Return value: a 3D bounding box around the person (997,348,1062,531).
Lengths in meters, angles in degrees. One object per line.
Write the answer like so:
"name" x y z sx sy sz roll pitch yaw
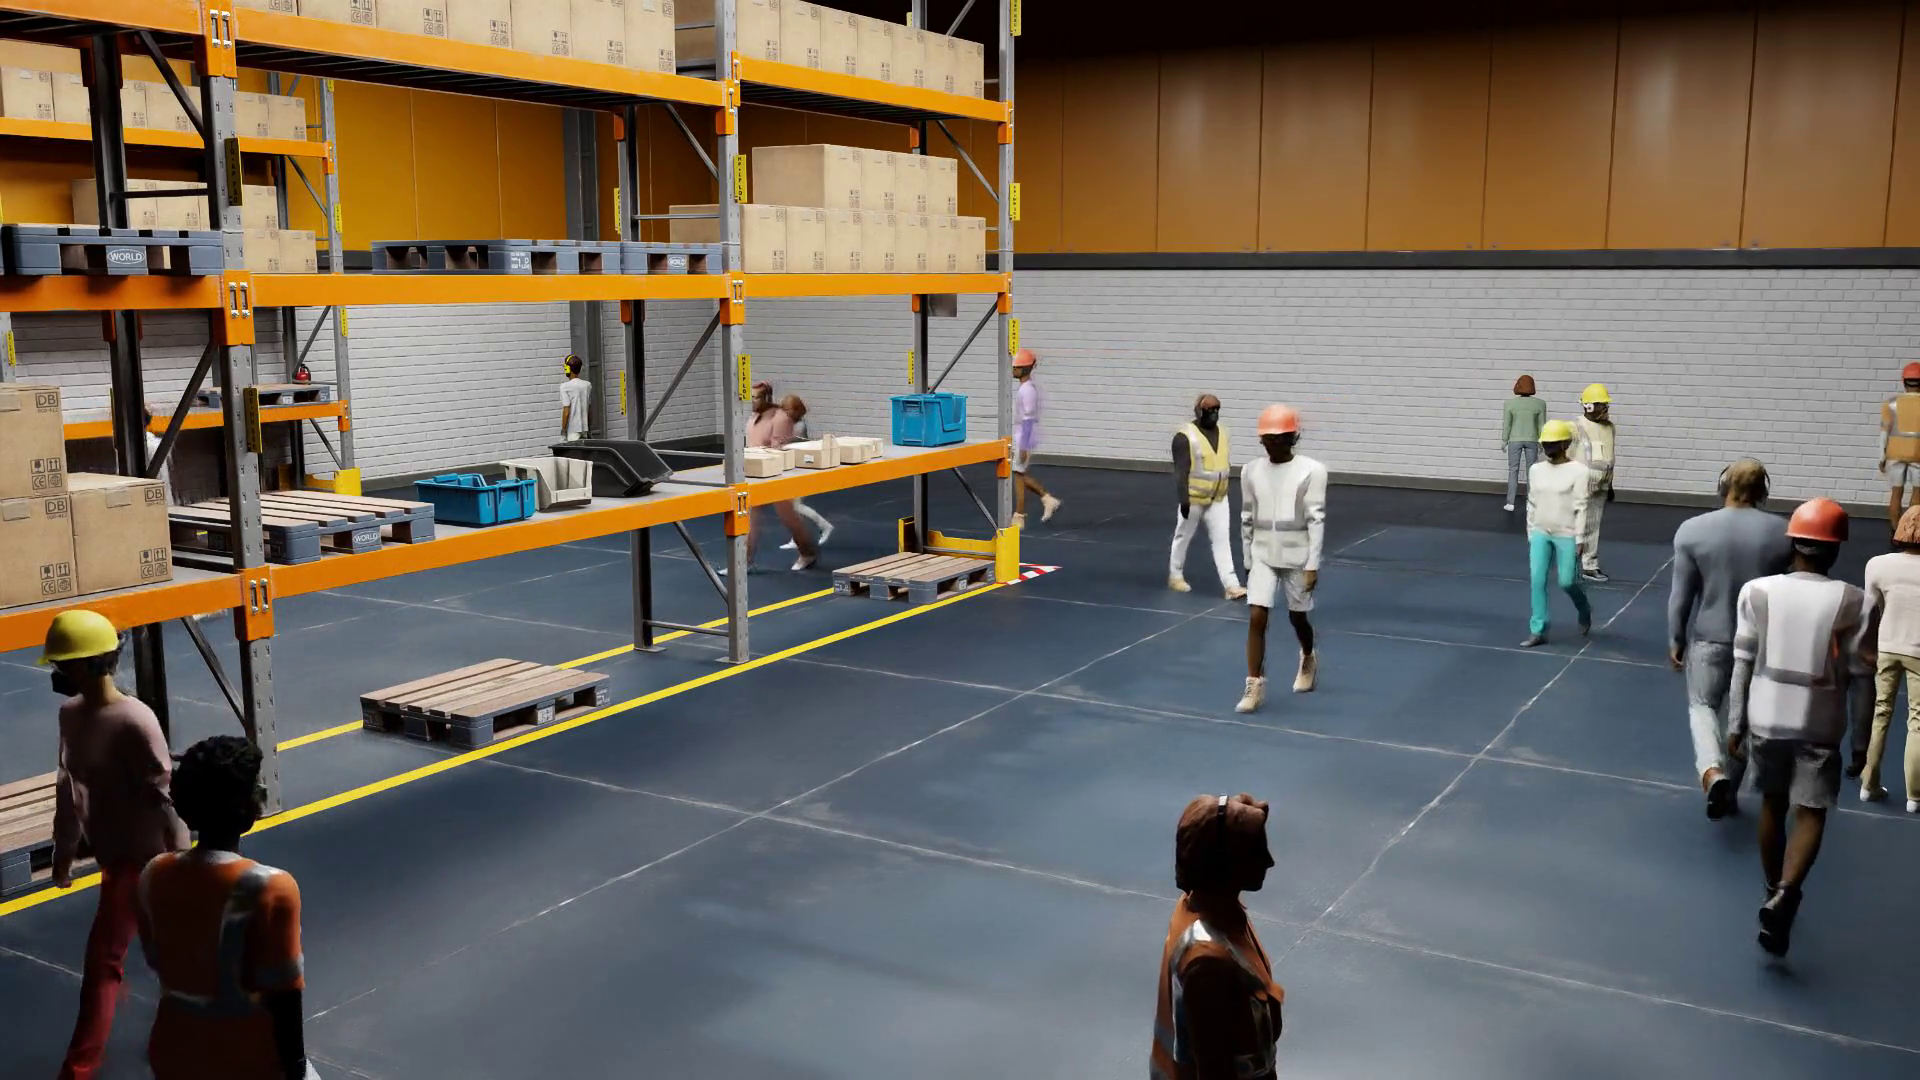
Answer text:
"person" 0.749 -1.100 18.304 0.637 2.028 0.634 0 9 1

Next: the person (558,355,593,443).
"person" -4.629 -1.289 19.996 0.317 1.870 0.531 5 11 30

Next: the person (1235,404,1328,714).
"person" 2.132 0.095 10.957 0.608 2.008 0.970 5 10 30

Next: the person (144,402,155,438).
"person" -7.750 -0.512 15.932 0.528 1.617 0.666 5 11 30

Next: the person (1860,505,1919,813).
"person" 5.030 0.624 8.824 0.277 1.629 0.496 -7 11 -37

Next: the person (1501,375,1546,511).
"person" 6.737 -1.157 19.899 0.501 1.636 0.279 2 9 11

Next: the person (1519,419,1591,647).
"person" 4.577 -0.056 12.682 0.626 1.745 0.532 -7 12 -39

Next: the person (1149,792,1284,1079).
"person" 0.602 1.396 3.957 0.308 1.641 0.514 1 9 6

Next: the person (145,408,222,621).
"person" -6.549 -0.208 13.473 1.024 1.807 0.538 -2 9 -11

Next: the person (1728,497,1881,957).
"person" 3.503 0.782 6.982 0.554 1.913 0.831 7 11 37

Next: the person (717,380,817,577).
"person" -1.782 -0.585 15.695 0.630 1.855 1.020 9 12 43

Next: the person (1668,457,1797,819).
"person" 3.984 0.530 8.559 0.634 1.909 0.683 3 10 17

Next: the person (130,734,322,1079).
"person" -1.847 1.323 4.265 0.551 1.682 0.381 4 10 23

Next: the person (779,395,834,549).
"person" -1.594 -0.684 17.007 0.470 1.618 0.526 -2 9 -14

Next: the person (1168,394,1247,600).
"person" 2.145 -0.381 14.585 0.650 1.788 0.981 -5 10 -28

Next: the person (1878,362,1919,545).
"person" 9.872 -0.887 17.312 0.572 1.925 0.418 6 11 33

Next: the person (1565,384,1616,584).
"person" 5.792 -0.516 15.288 0.592 1.833 0.404 -4 10 -26

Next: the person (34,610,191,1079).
"person" -2.909 1.071 5.767 0.534 1.710 0.936 6 11 35
